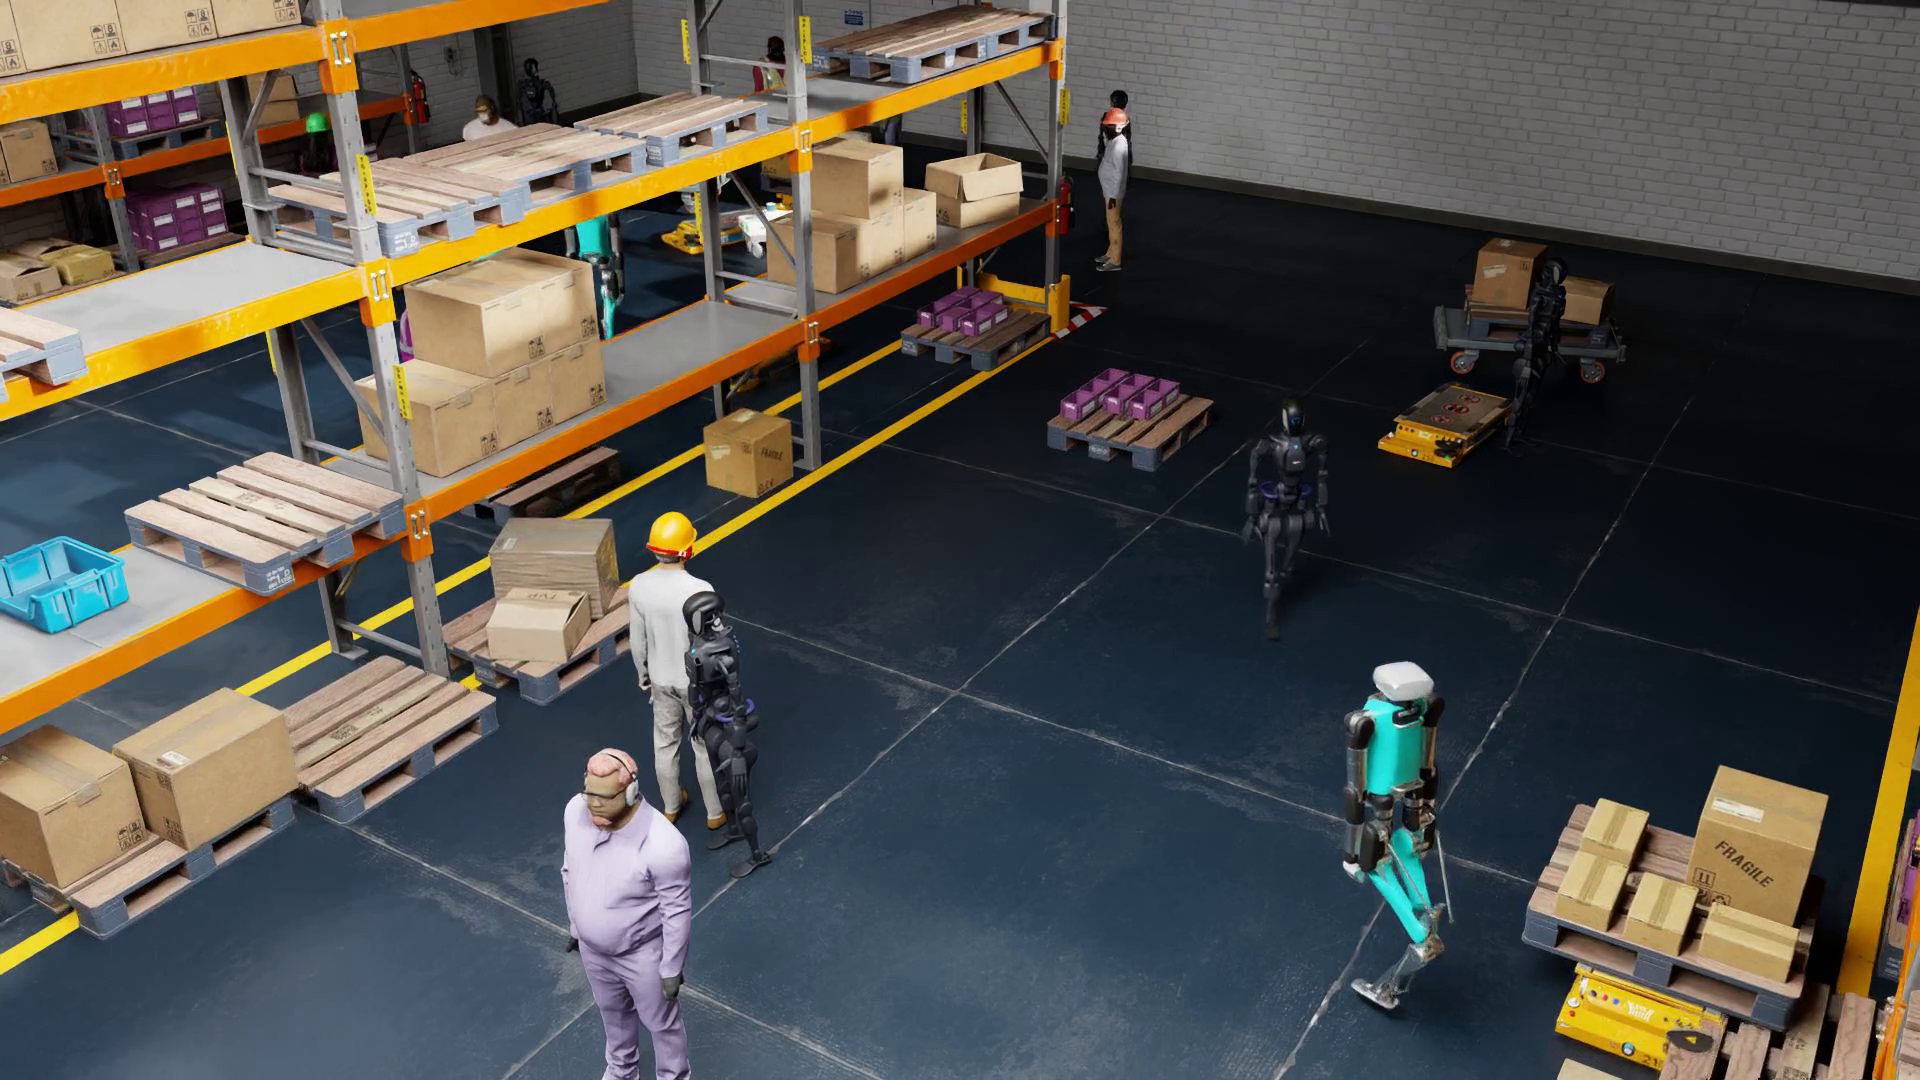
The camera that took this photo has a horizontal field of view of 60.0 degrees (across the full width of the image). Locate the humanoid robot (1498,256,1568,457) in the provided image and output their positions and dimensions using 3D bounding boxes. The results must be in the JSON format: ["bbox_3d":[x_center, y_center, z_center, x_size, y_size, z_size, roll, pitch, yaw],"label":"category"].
[{"bbox_3d":[4.733,-1.518,13.617,0.315,1.657,0.599,24,35,39],"label":"humanoid robot"}]

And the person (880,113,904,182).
[{"bbox_3d":[-0.875,-5.338,21.201,0.288,1.636,0.499,10,29,19],"label":"person"}]

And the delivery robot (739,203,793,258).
[{"bbox_3d":[-2.090,-3.506,18.804,0.778,0.606,0.516,-10,29,-19],"label":"delivery robot"}]

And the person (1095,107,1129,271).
[{"bbox_3d":[1.654,-3.814,18.066,0.320,1.755,0.571,1,27,2],"label":"person"}]

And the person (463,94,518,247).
[{"bbox_3d":[-5.006,-3.904,18.074,0.636,1.915,0.671,0,27,0],"label":"person"}]

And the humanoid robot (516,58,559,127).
[{"bbox_3d":[-5.325,-5.274,21.097,0.584,1.627,0.795,6,27,11],"label":"humanoid robot"}]

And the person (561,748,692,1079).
[{"bbox_3d":[-1.420,1.704,7.027,0.640,1.913,0.411,15,30,27],"label":"person"}]

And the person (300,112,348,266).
[{"bbox_3d":[-6.463,-3.402,17.068,0.503,1.926,0.683,5,27,10],"label":"person"}]

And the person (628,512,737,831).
[{"bbox_3d":[-1.493,0.721,8.982,0.572,1.897,0.360,7,28,14],"label":"person"}]

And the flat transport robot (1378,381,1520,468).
[{"bbox_3d":[4.180,-0.992,14.152,0.659,0.231,1.431,20,33,34],"label":"flat transport robot"}]

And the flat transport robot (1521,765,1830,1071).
[{"bbox_3d":[3.446,2.047,8.165,0.659,0.231,1.431,16,31,28],"label":"flat transport robot"}]

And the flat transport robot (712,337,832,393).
[{"bbox_3d":[-1.885,-1.729,15.605,0.659,0.231,1.431,16,31,29],"label":"flat transport robot"}]

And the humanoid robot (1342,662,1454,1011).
[{"bbox_3d":[2.096,1.483,7.661,0.548,1.790,0.778,-14,30,-26],"label":"humanoid robot"}]

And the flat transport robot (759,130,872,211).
[{"bbox_3d":[-1.664,-4.272,20.616,0.659,0.231,1.431,16,31,28],"label":"flat transport robot"}]

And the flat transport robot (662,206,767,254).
[{"bbox_3d":[-2.672,-3.599,19.289,1.431,0.231,0.659,-20,33,-34],"label":"flat transport robot"}]

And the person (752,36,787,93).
[{"bbox_3d":[-2.332,-5.555,21.422,0.631,1.833,0.430,-14,30,-26],"label":"person"}]

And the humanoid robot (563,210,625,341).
[{"bbox_3d":[-3.306,-2.205,14.952,0.541,1.777,0.781,1,27,2],"label":"humanoid robot"}]

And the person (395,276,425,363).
[{"bbox_3d":[-4.214,-1.330,13.073,0.330,1.846,0.524,-4,27,-7],"label":"person"}]

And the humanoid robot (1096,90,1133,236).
[{"bbox_3d":[1.777,-4.365,19.244,0.369,1.643,0.613,-17,32,-31],"label":"humanoid robot"}]

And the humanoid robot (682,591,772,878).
[{"bbox_3d":[-1.236,0.992,8.684,0.326,1.649,0.609,-17,32,-30],"label":"humanoid robot"}]

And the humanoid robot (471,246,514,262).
[{"bbox_3d":[-4.219,-2.030,14.638,0.542,1.852,0.687,17,31,30],"label":"humanoid robot"}]

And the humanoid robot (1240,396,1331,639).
[{"bbox_3d":[2.179,-0.149,10.952,0.607,1.643,0.638,-5,27,-9],"label":"humanoid robot"}]
